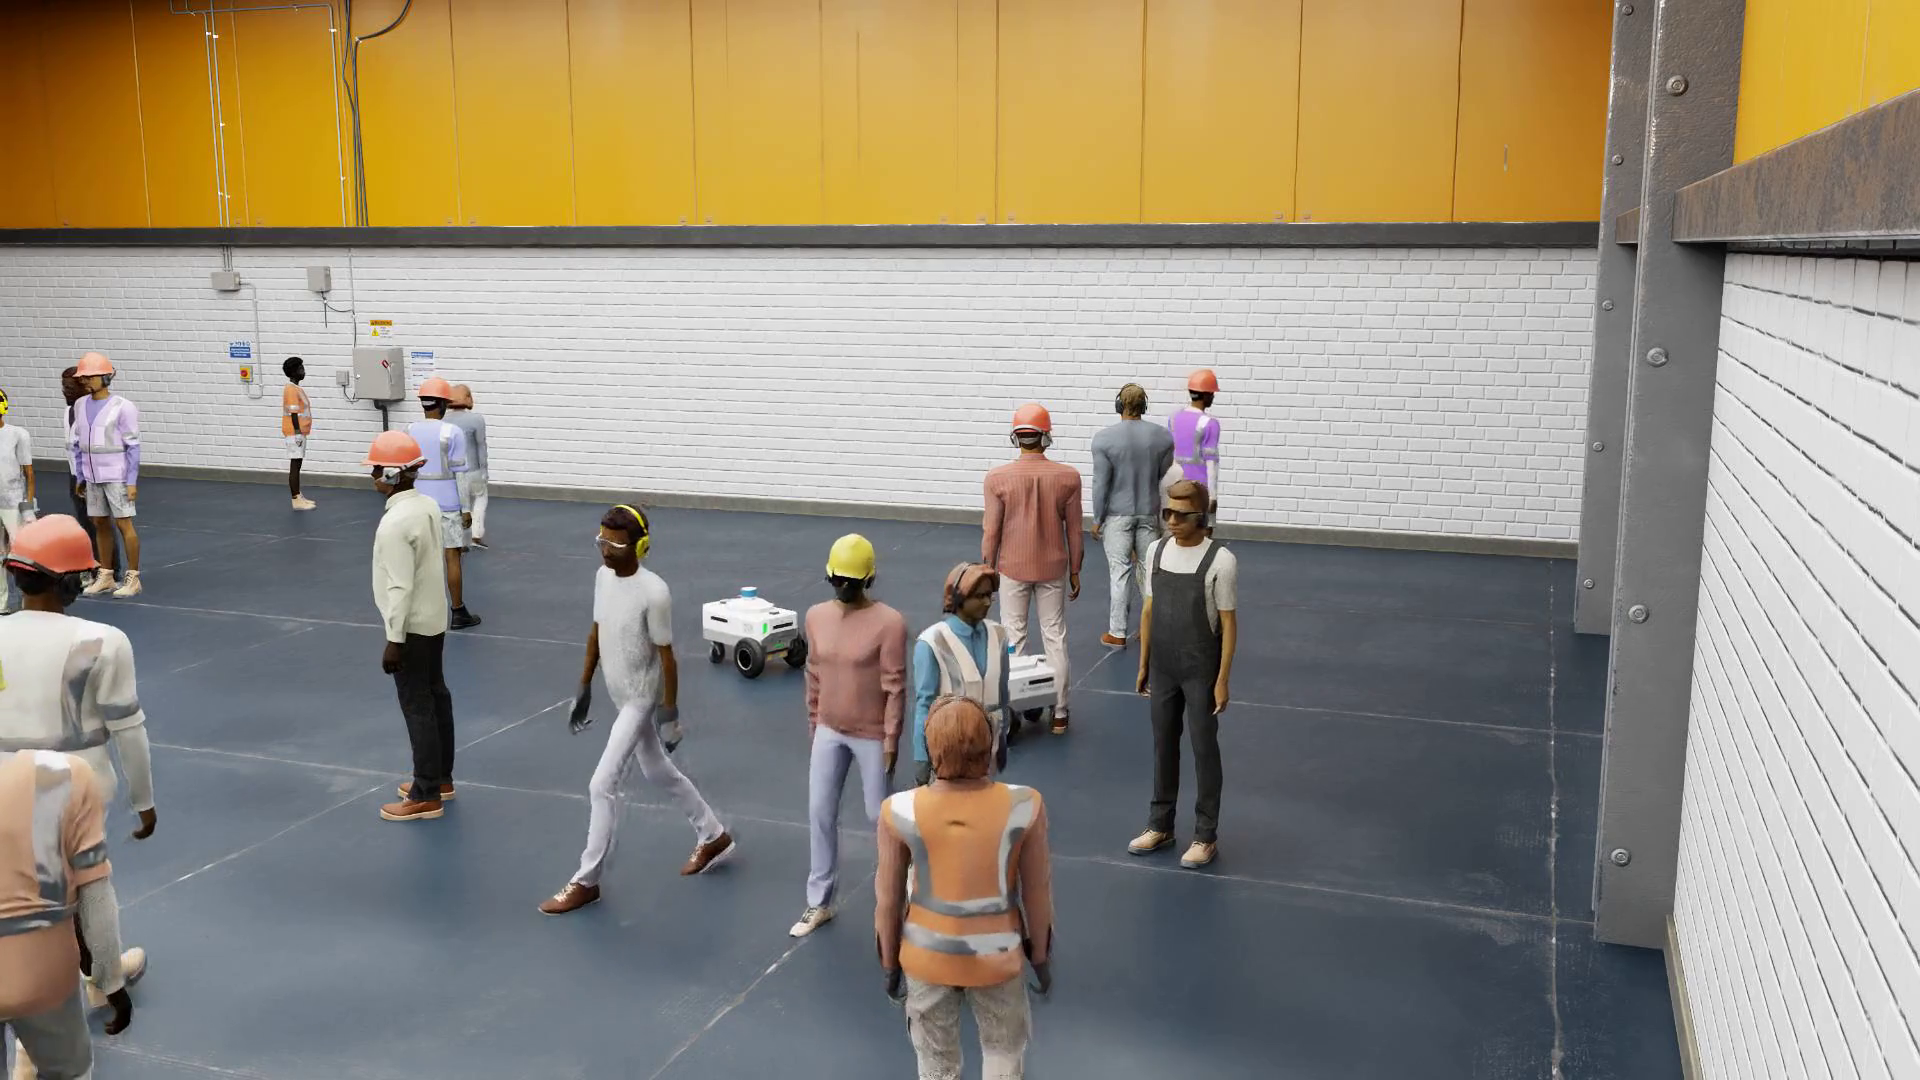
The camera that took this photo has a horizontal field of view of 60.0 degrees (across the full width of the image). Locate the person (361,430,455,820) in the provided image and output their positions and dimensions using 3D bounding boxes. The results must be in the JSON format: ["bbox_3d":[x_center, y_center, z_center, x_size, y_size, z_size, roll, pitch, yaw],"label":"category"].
[{"bbox_3d":[-2.817,0.433,8.506,0.386,1.996,0.610,0,10,1],"label":"person"}]

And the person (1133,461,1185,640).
[{"bbox_3d":[1.473,-0.034,12.210,0.375,1.608,0.504,-7,12,-35],"label":"person"}]

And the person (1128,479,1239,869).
[{"bbox_3d":[1.057,0.621,7.874,0.511,1.844,0.338,8,13,39],"label":"person"}]

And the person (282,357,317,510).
[{"bbox_3d":[-7.343,-1.181,18.436,0.320,1.698,0.531,-4,11,-19],"label":"person"}]

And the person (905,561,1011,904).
[{"bbox_3d":[0.006,0.887,6.969,0.537,1.622,0.394,-9,14,-43],"label":"person"}]

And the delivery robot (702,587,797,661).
[{"bbox_3d":[-1.462,0.570,11.529,0.707,0.478,0.477,9,13,41],"label":"delivery robot"}]

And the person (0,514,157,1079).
[{"bbox_3d":[-3.210,0.897,5.927,0.637,1.985,1.054,0,10,-1],"label":"person"}]

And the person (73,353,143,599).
[{"bbox_3d":[-7.082,-0.527,13.780,0.605,2.045,0.381,3,10,16],"label":"person"}]

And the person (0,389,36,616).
[{"bbox_3d":[-7.301,-0.244,12.674,0.516,1.873,0.329,1,10,5],"label":"person"}]

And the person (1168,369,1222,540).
[{"bbox_3d":[1.894,-0.448,13.685,0.604,1.917,0.556,-8,13,-37],"label":"person"}]

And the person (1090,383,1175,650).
[{"bbox_3d":[1.237,-0.168,12.052,0.629,1.940,0.379,-3,10,-15],"label":"person"}]

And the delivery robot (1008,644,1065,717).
[{"bbox_3d":[0.290,0.852,9.939,0.707,0.478,0.477,-6,12,-33],"label":"delivery robot"}]

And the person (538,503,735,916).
[{"bbox_3d":[-1.433,0.714,7.459,0.977,1.823,0.526,-7,12,-35],"label":"person"}]

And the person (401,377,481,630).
[{"bbox_3d":[-3.965,-0.274,12.683,0.542,1.929,0.368,2,10,13],"label":"person"}]

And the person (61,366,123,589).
[{"bbox_3d":[-7.339,-0.514,14.065,0.604,1.916,0.381,8,13,36],"label":"person"}]

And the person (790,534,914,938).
[{"bbox_3d":[-0.411,0.799,7.197,0.531,1.733,0.746,5,11,28],"label":"person"}]

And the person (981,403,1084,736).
[{"bbox_3d":[0.429,0.179,9.946,0.621,1.990,0.391,-2,10,-9],"label":"person"}]

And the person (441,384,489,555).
[{"bbox_3d":[-4.707,-0.675,15.795,0.520,1.614,0.496,1,10,5],"label":"person"}]

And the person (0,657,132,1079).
[{"bbox_3d":[-2.604,1.184,4.504,0.627,1.910,0.419,-5,11,-27],"label":"person"}]

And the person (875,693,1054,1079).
[{"bbox_3d":[0.012,1.259,4.883,0.535,1.623,0.452,0,10,0],"label":"person"}]
